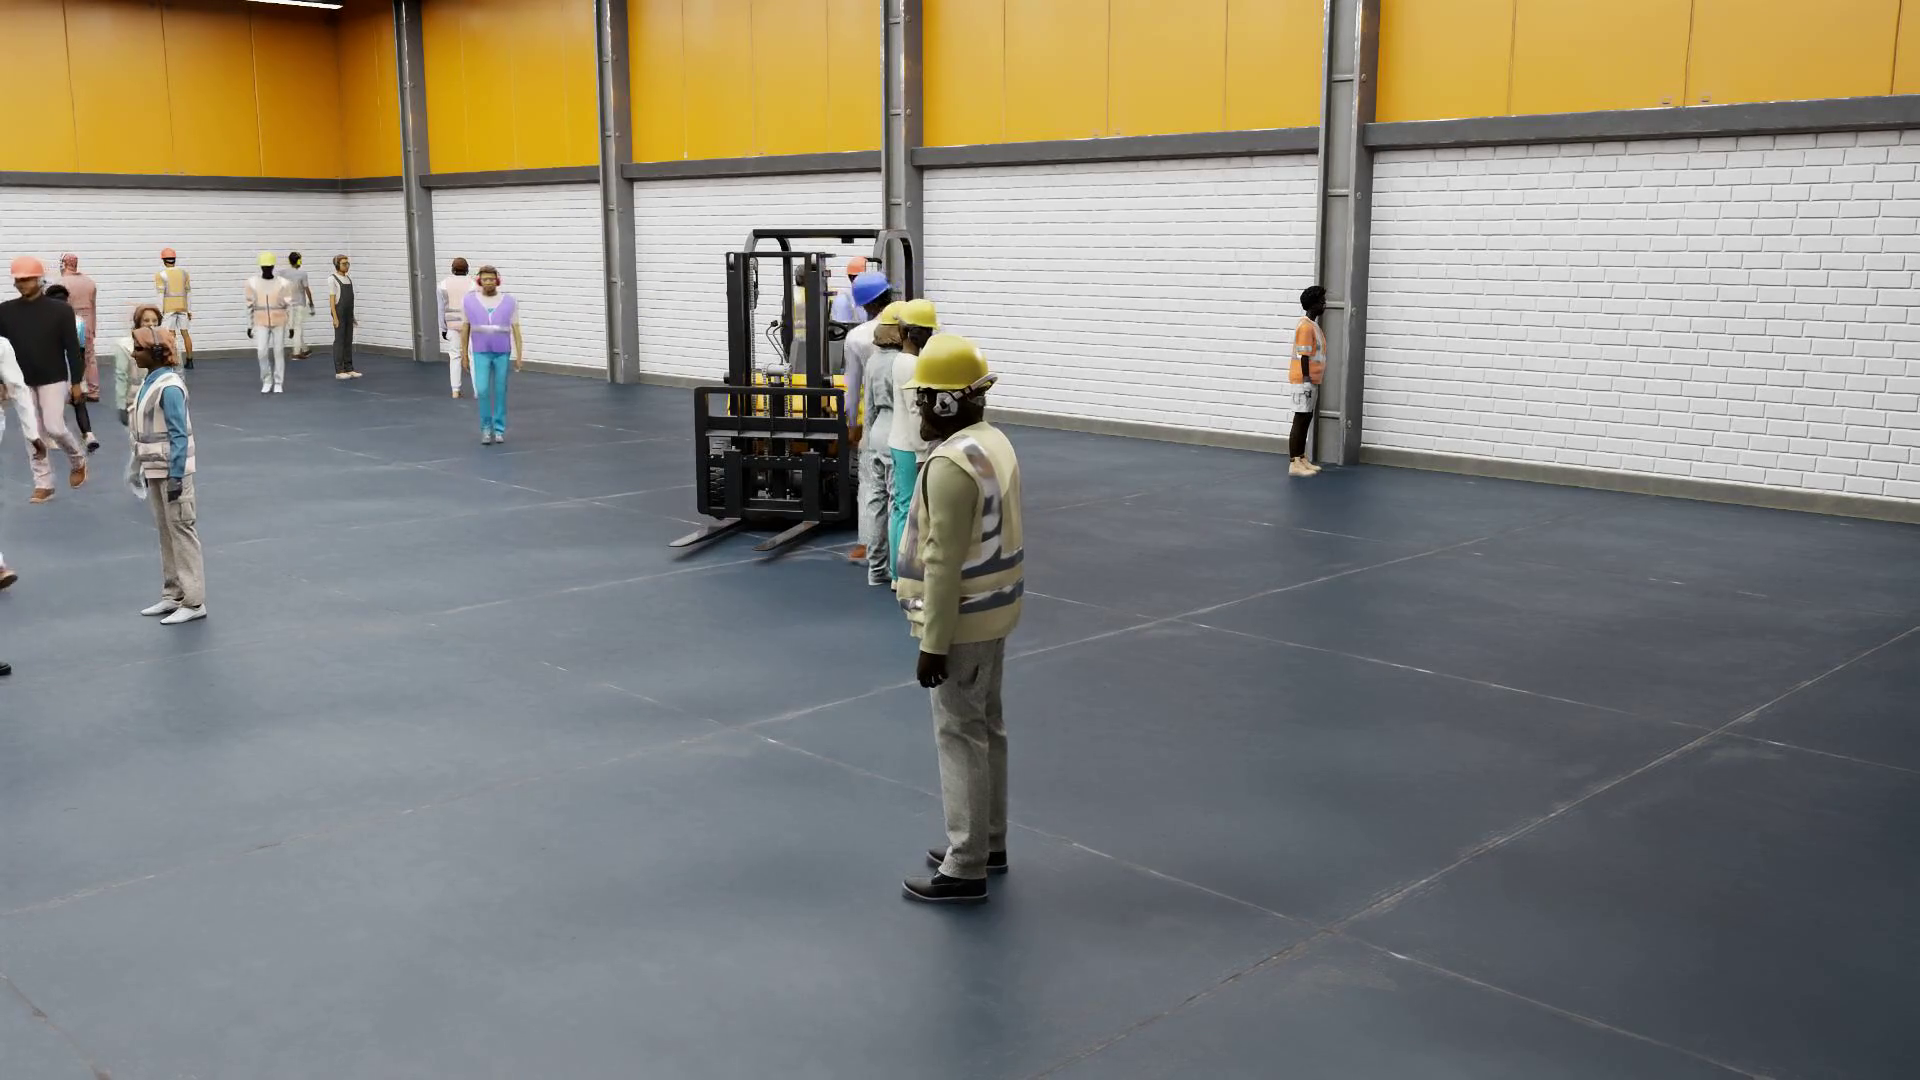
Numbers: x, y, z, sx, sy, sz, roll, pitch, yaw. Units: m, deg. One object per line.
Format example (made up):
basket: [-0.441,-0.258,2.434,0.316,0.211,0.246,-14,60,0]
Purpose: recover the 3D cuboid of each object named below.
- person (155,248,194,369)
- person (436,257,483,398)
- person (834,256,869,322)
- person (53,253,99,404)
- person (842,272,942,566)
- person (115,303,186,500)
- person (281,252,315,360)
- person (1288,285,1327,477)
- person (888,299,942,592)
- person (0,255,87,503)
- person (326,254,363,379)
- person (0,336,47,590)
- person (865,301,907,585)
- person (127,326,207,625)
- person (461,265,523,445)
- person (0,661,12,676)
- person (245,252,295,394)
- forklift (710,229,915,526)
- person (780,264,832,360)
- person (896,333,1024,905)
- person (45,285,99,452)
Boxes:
person: [-12.502,-3.669,26.441,0.373,1.933,0.549,9,13,39]
person: [-6.524,-2.788,21.891,0.633,1.843,0.429,0,10,-2]
person: [-0.951,-1.704,15.715,0.365,1.939,0.542,6,12,28]
person: [-11.254,-2.680,21.125,0.409,1.907,0.648,3,11,14]
person: [-0.437,-0.759,10.697,0.711,1.899,0.404,0,10,2]
person: [-6.345,-1.049,13.030,0.524,1.615,0.701,-9,14,-42]
person: [-11.426,-4.054,28.831,0.565,1.833,0.863,2,11,13]
person: [3.093,-1.413,14.807,0.320,1.694,0.531,4,11,21]
person: [-0.260,-0.524,9.761,0.315,1.766,0.523,-2,11,-11]
person: [-7.400,-1.301,13.400,0.621,1.977,0.534,0,10,-3]
person: [-9.184,-3.322,24.794,0.345,1.847,0.507,3,11,14]
person: [-5.911,-0.613,10.028,0.990,1.829,0.613,8,13,37]
person: [-0.381,-0.566,10.051,0.313,1.740,0.486,-7,13,-35]
person: [-4.390,-0.360,9.202,0.307,1.640,0.520,-9,14,-41]
person: [-4.756,-1.872,16.930,0.601,1.821,0.667,-3,11,-17]
person: [-4.793,-0.254,7.838,0.368,1.929,0.542,0,10,1]
person: [-9.260,-2.902,22.323,0.623,1.903,0.683,-3,11,-16]
forklift: [-1.050,-1.319,12.920,1.214,2.155,2.313,2,11,13]
person: [-1.704,-2.188,18.697,0.633,1.819,0.740,-7,13,-34]
person: [-0.003,0.253,5.367,0.403,1.825,0.591,3,11,14]
person: [-8.790,-1.666,16.290,0.544,1.645,0.906,-10,14,-42]
